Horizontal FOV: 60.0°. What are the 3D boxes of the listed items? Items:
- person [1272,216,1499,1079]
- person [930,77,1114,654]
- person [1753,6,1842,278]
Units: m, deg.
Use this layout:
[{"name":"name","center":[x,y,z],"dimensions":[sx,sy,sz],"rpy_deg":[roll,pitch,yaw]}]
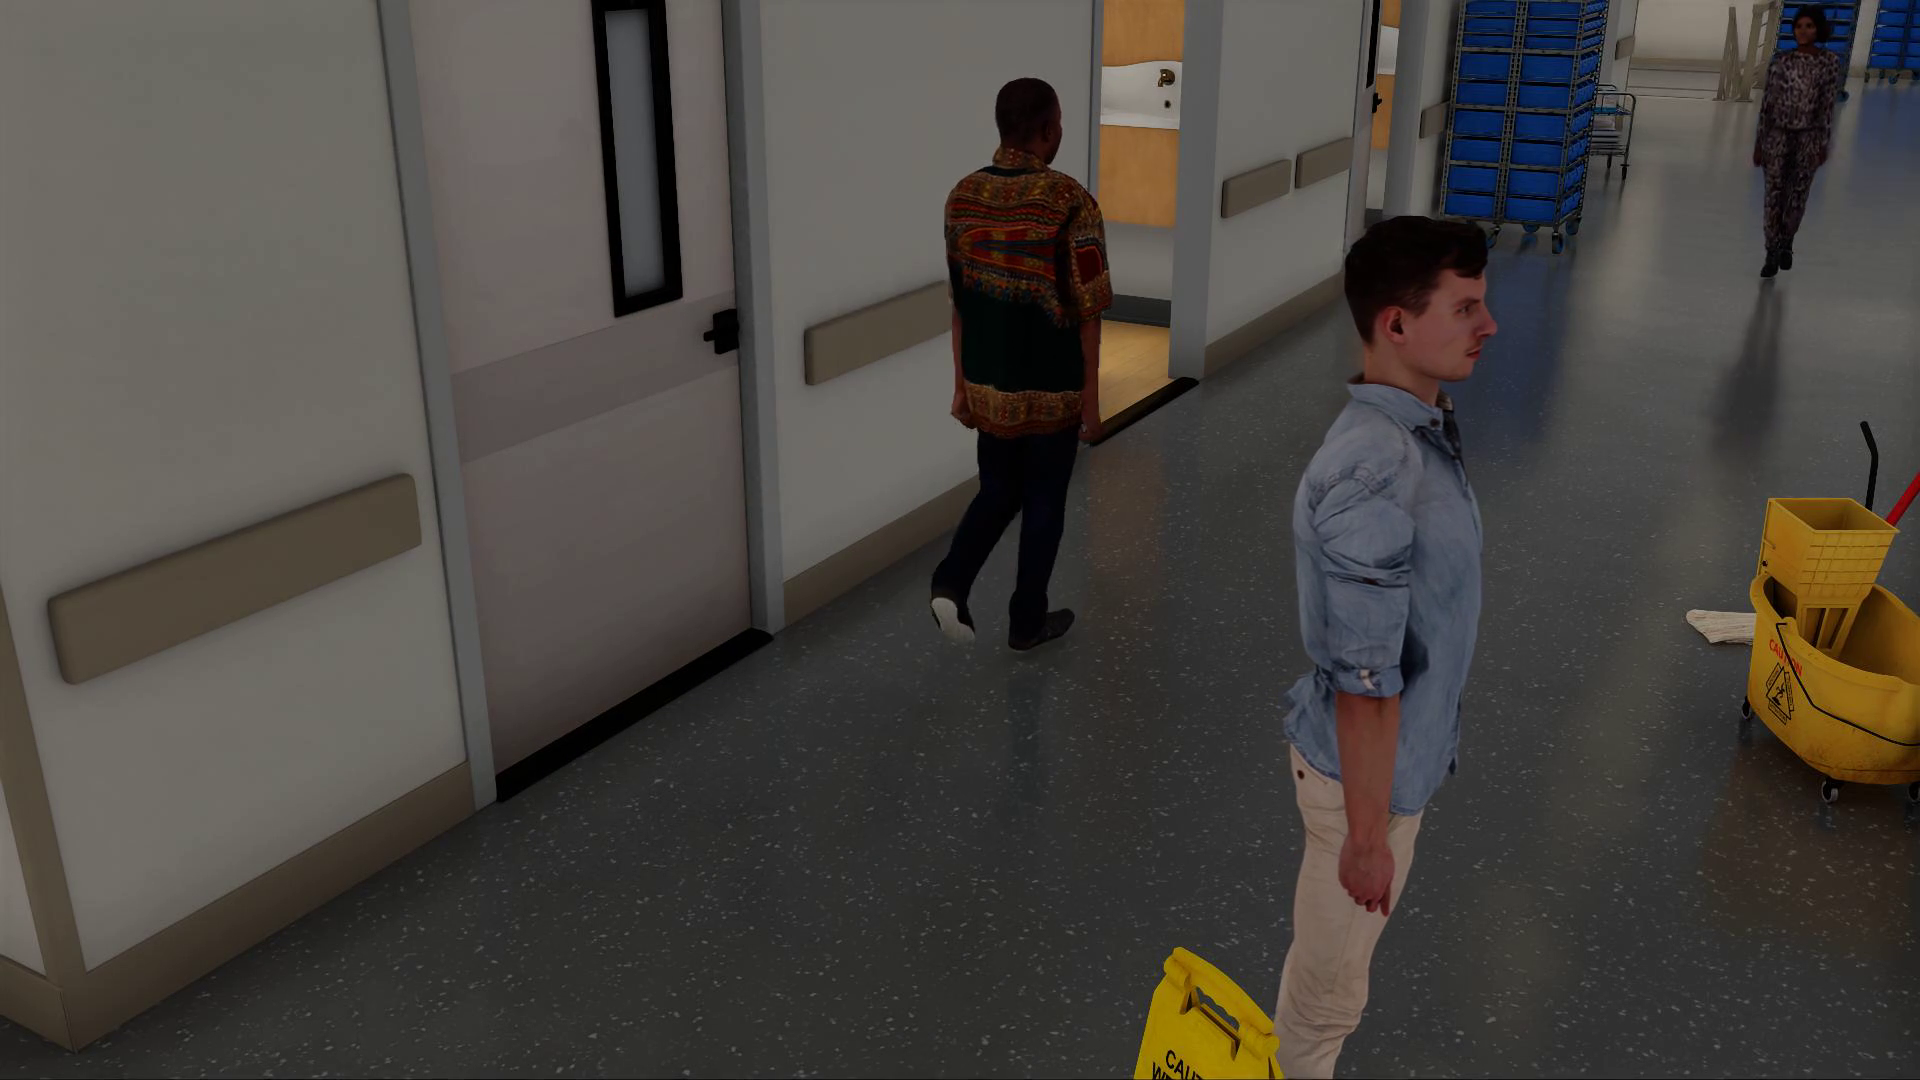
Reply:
[{"name":"person","center":[0.685,0.371,2.821],"dimensions":[0.751,1.847,0.538],"rpy_deg":[7,22,18]},{"name":"person","center":[0.155,-0.454,5.017],"dimensions":[0.732,1.794,0.906],"rpy_deg":[15,25,34]},{"name":"person","center":[5.392,-2.553,10.743],"dimensions":[0.596,1.702,0.635],"rpy_deg":[13,24,31]}]
